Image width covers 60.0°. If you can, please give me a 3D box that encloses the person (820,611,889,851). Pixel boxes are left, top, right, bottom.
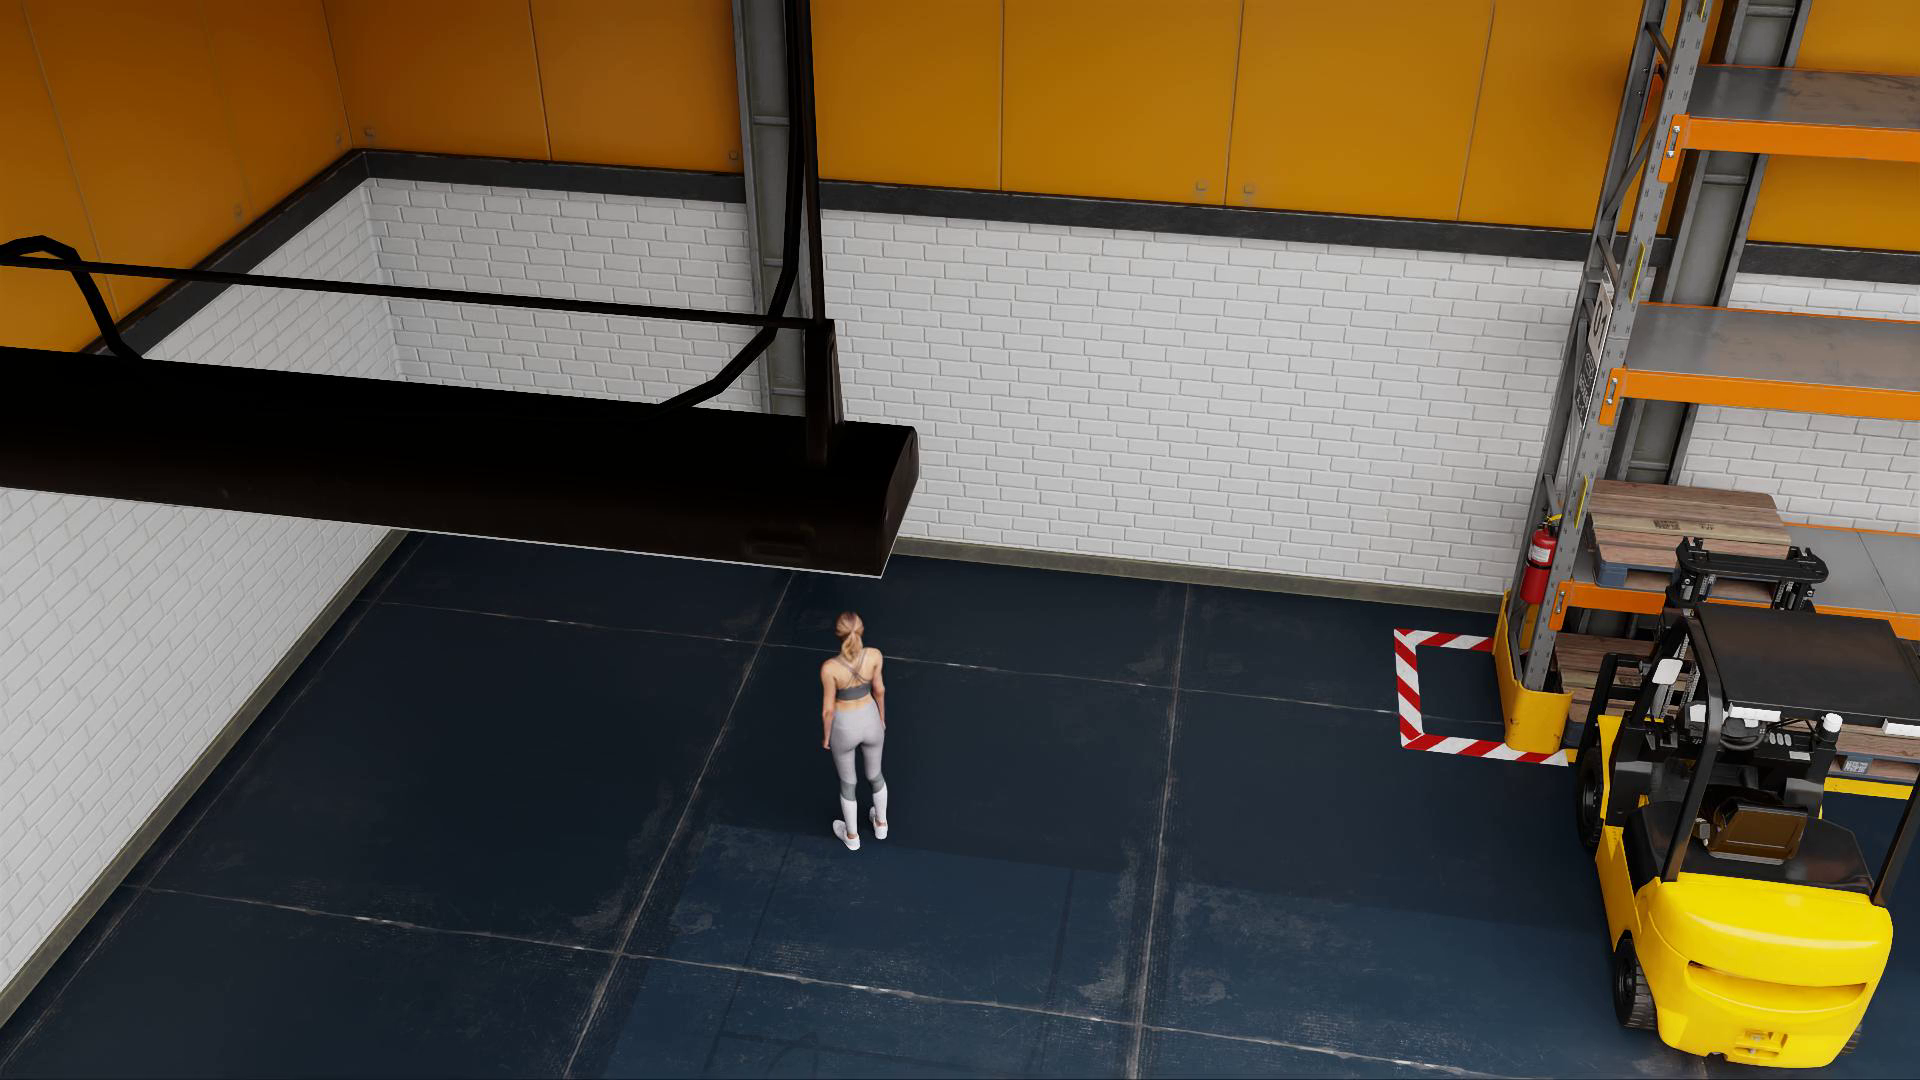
[{"bbox_3d":[-0.624,1.133,9.931,0.620,1.703,0.706,-14,36,-20],"label":"person"}]
